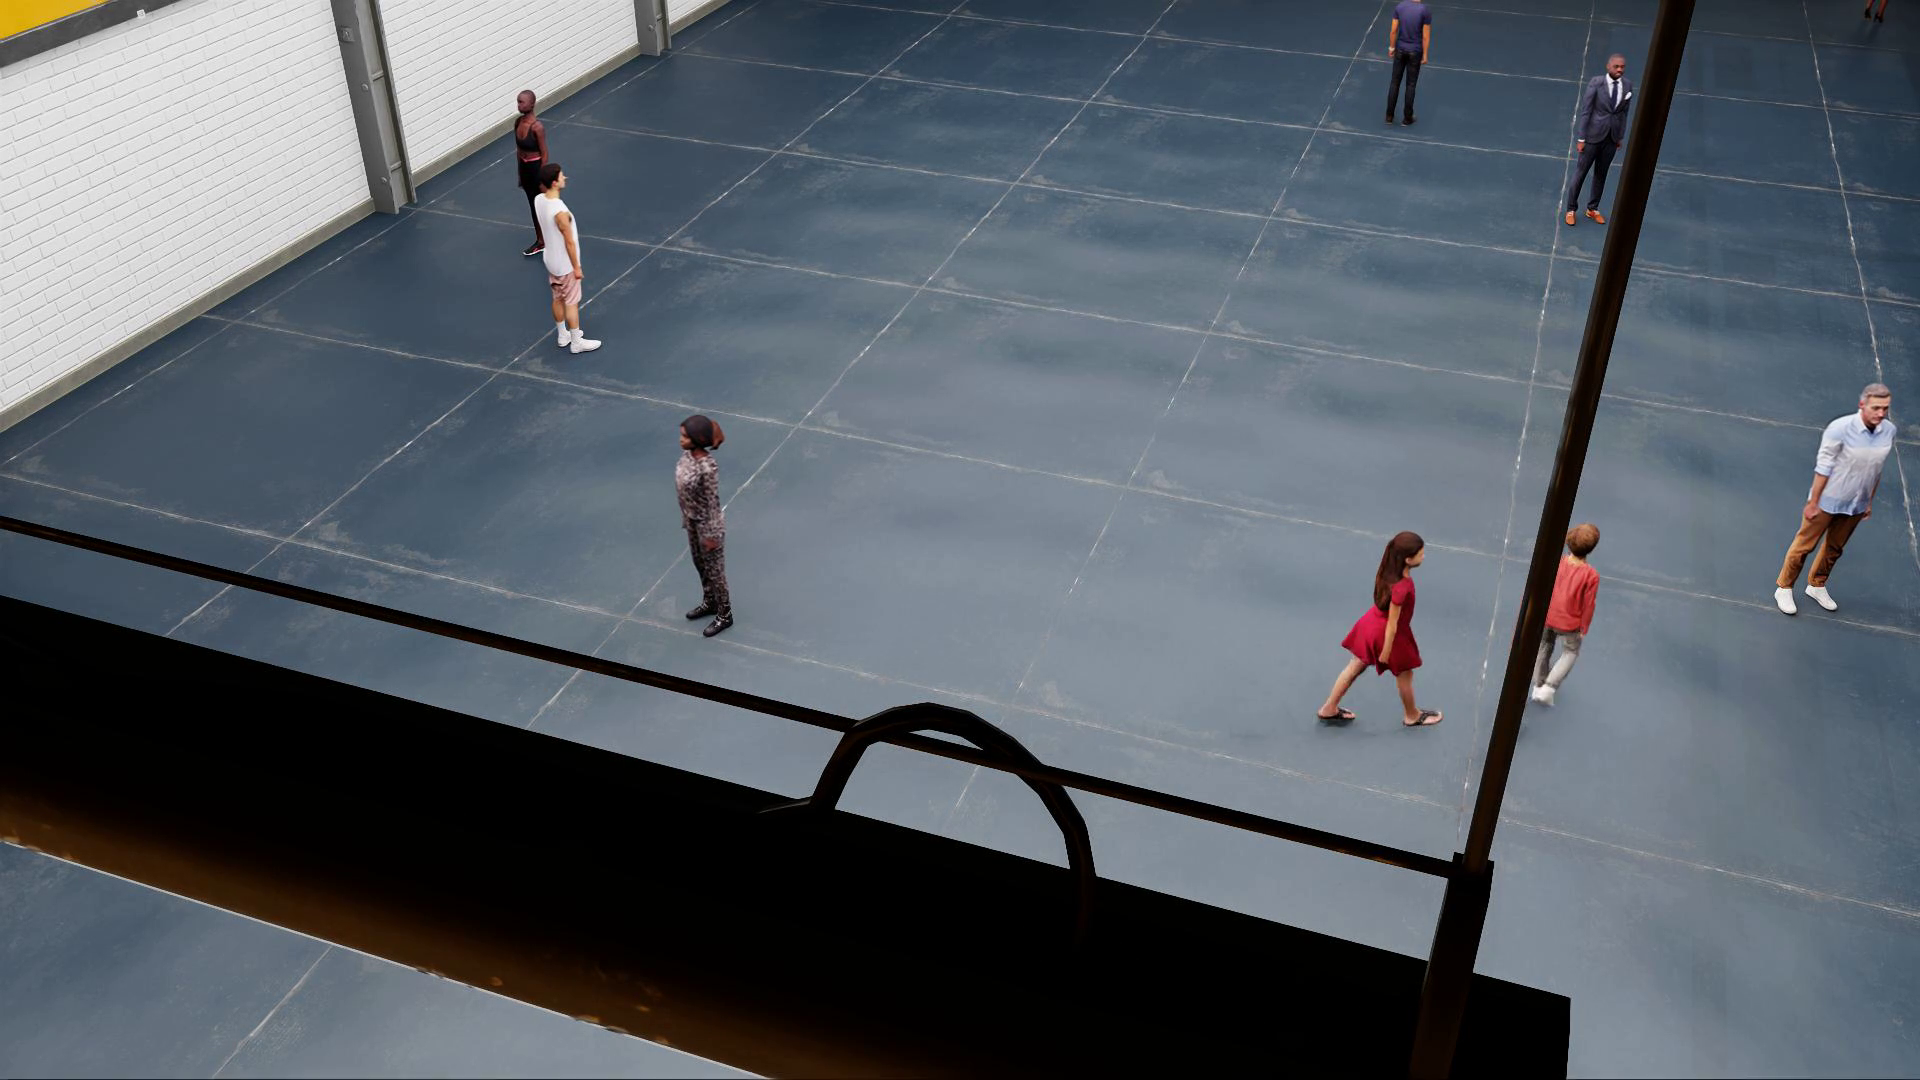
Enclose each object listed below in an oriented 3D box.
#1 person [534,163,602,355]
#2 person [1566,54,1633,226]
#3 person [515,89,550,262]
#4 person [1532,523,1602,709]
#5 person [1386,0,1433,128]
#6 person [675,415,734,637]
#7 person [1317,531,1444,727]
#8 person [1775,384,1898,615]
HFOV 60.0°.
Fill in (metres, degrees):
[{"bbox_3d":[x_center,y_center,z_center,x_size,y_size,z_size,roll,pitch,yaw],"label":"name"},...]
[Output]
[{"bbox_3d":[-3.662,-2.579,15.249,0.735,1.789,0.731,-26,42,-34],"label":"person"},{"bbox_3d":[6.852,-4.308,17.818,0.785,1.824,0.778,-4,34,-6],"label":"person"},{"bbox_3d":[-4.334,-3.749,17.037,0.630,1.757,0.610,21,39,29],"label":"person"},{"bbox_3d":[3.925,0.525,10.923,0.632,1.409,0.727,26,41,33],"label":"person"},{"bbox_3d":[5.487,-5.986,20.372,0.683,1.793,0.582,17,37,24],"label":"person"},{"bbox_3d":[-1.779,-0.113,11.608,0.729,1.713,0.681,-19,38,-26],"label":"person"},{"bbox_3d":[2.668,0.601,10.713,0.886,1.514,1.049,-1,34,-2],"label":"person"},{"bbox_3d":[6.245,-0.311,11.804,0.767,1.825,0.742,-5,34,-7],"label":"person"}]
